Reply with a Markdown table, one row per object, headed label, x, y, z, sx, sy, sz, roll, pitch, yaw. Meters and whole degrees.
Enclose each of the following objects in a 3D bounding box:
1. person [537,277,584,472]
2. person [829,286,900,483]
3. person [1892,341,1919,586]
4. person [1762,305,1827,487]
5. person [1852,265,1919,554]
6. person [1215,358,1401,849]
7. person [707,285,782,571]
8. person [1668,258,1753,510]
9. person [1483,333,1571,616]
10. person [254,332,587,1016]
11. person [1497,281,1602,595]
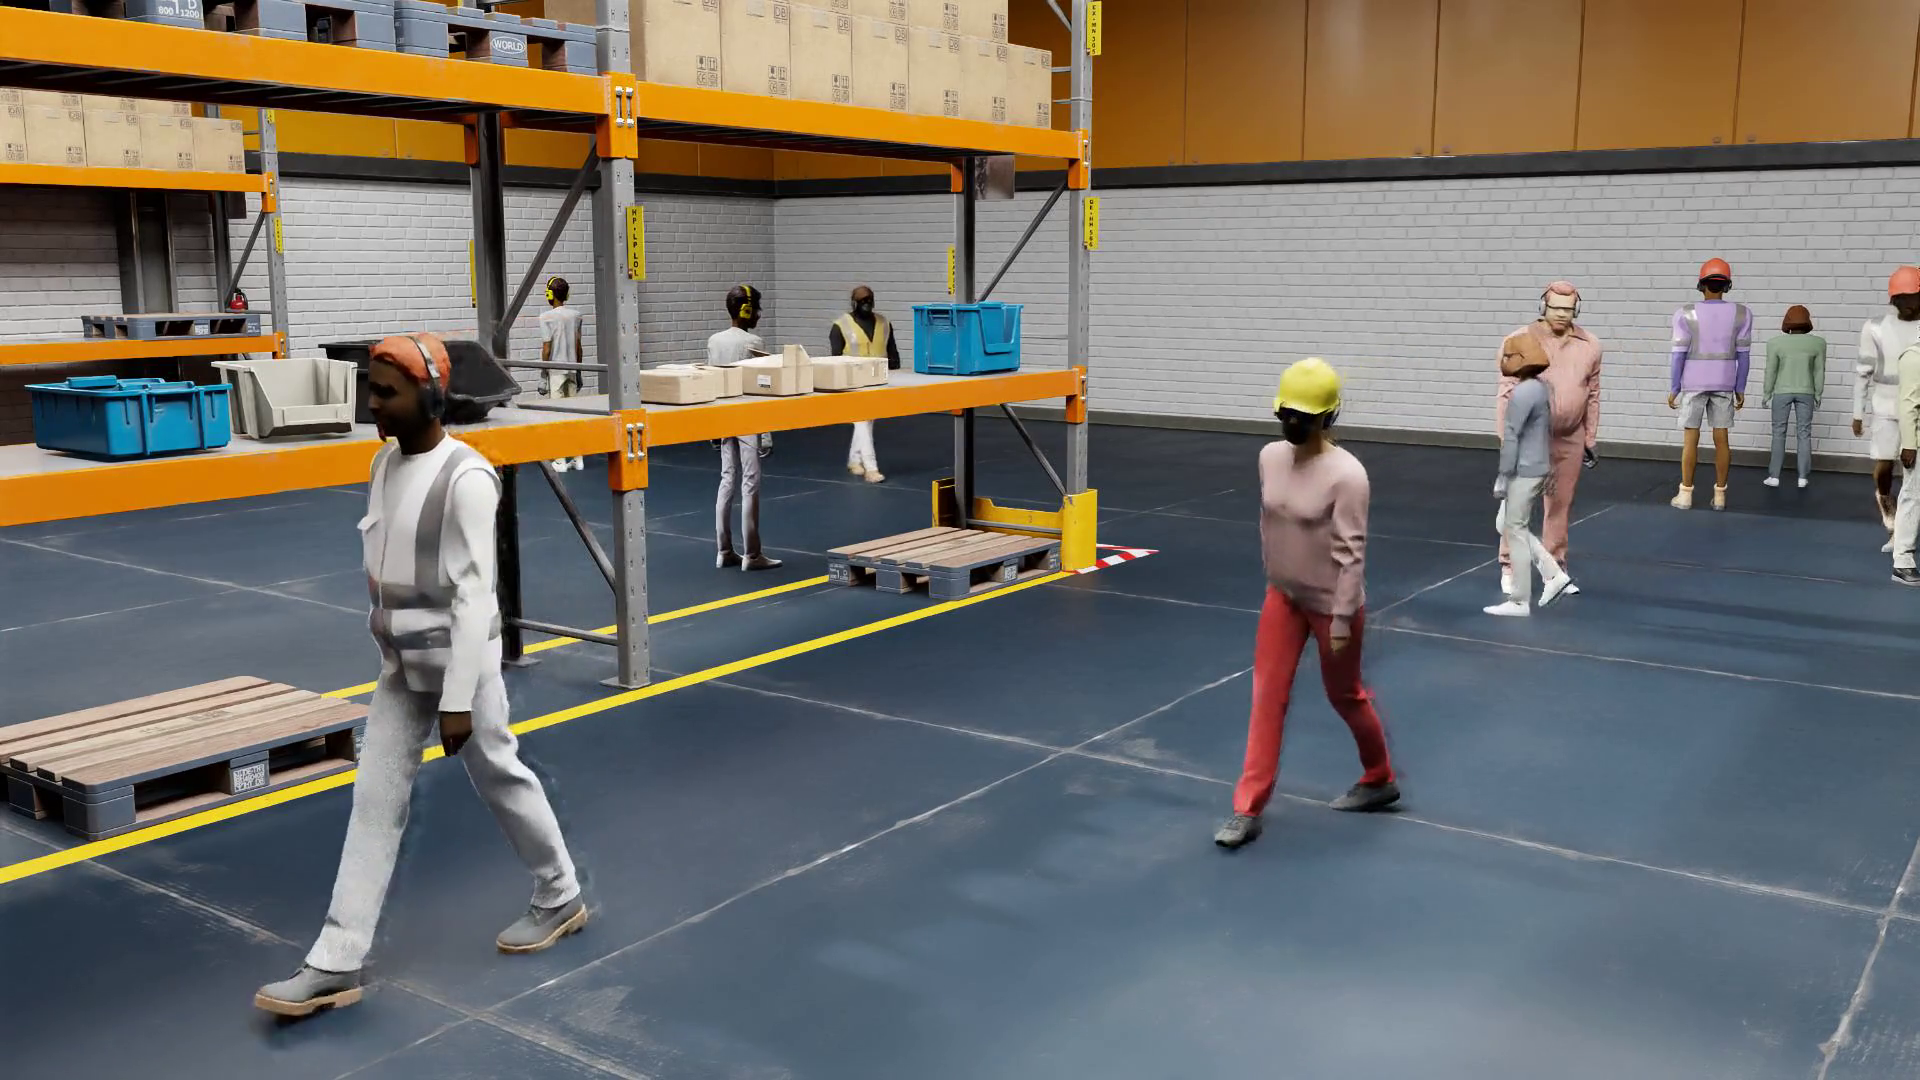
| label | x | y | z | sx | sy | sz | roll | pitch | yaw |
| --- | --- | --- | --- | --- | --- | --- | --- | --- | --- |
| person | -3.839 | -1.584 | 15.979 | 0.328 | 1.872 | 0.513 | 7 | 12 | 35 |
| person | -0.891 | -1.458 | 15.456 | 0.627 | 1.799 | 0.952 | -6 | 11 | -31 |
| person | 6.126 | -0.628 | 10.401 | 0.586 | 1.832 | 0.403 | -4 | 10 | -21 |
| person | 7.462 | -1.285 | 14.904 | 0.497 | 1.633 | 0.288 | 3 | 10 | 16 |
| person | 6.672 | -0.932 | 11.721 | 0.652 | 2.008 | 0.837 | 8 | 12 | 38 |
| person | 1.237 | 0.203 | 5.846 | 0.891 | 1.699 | 0.563 | -7 | 12 | -35 |
| person | -1.434 | -0.732 | 10.925 | 0.526 | 1.863 | 0.324 | 7 | 12 | 36 |
| person | 6.079 | -1.260 | 13.533 | 0.608 | 2.044 | 0.370 | 2 | 10 | 10 |
| person | 3.208 | -0.359 | 9.433 | 0.394 | 1.617 | 0.505 | 5 | 11 | 28 |
| person | -1.455 | 0.349 | 4.598 | 0.601 | 1.831 | 1.007 | 8 | 13 | 40 |
| person | 3.575 | -0.607 | 10.082 | 0.639 | 1.901 | 0.402 | -1 | 10 | -3 |
